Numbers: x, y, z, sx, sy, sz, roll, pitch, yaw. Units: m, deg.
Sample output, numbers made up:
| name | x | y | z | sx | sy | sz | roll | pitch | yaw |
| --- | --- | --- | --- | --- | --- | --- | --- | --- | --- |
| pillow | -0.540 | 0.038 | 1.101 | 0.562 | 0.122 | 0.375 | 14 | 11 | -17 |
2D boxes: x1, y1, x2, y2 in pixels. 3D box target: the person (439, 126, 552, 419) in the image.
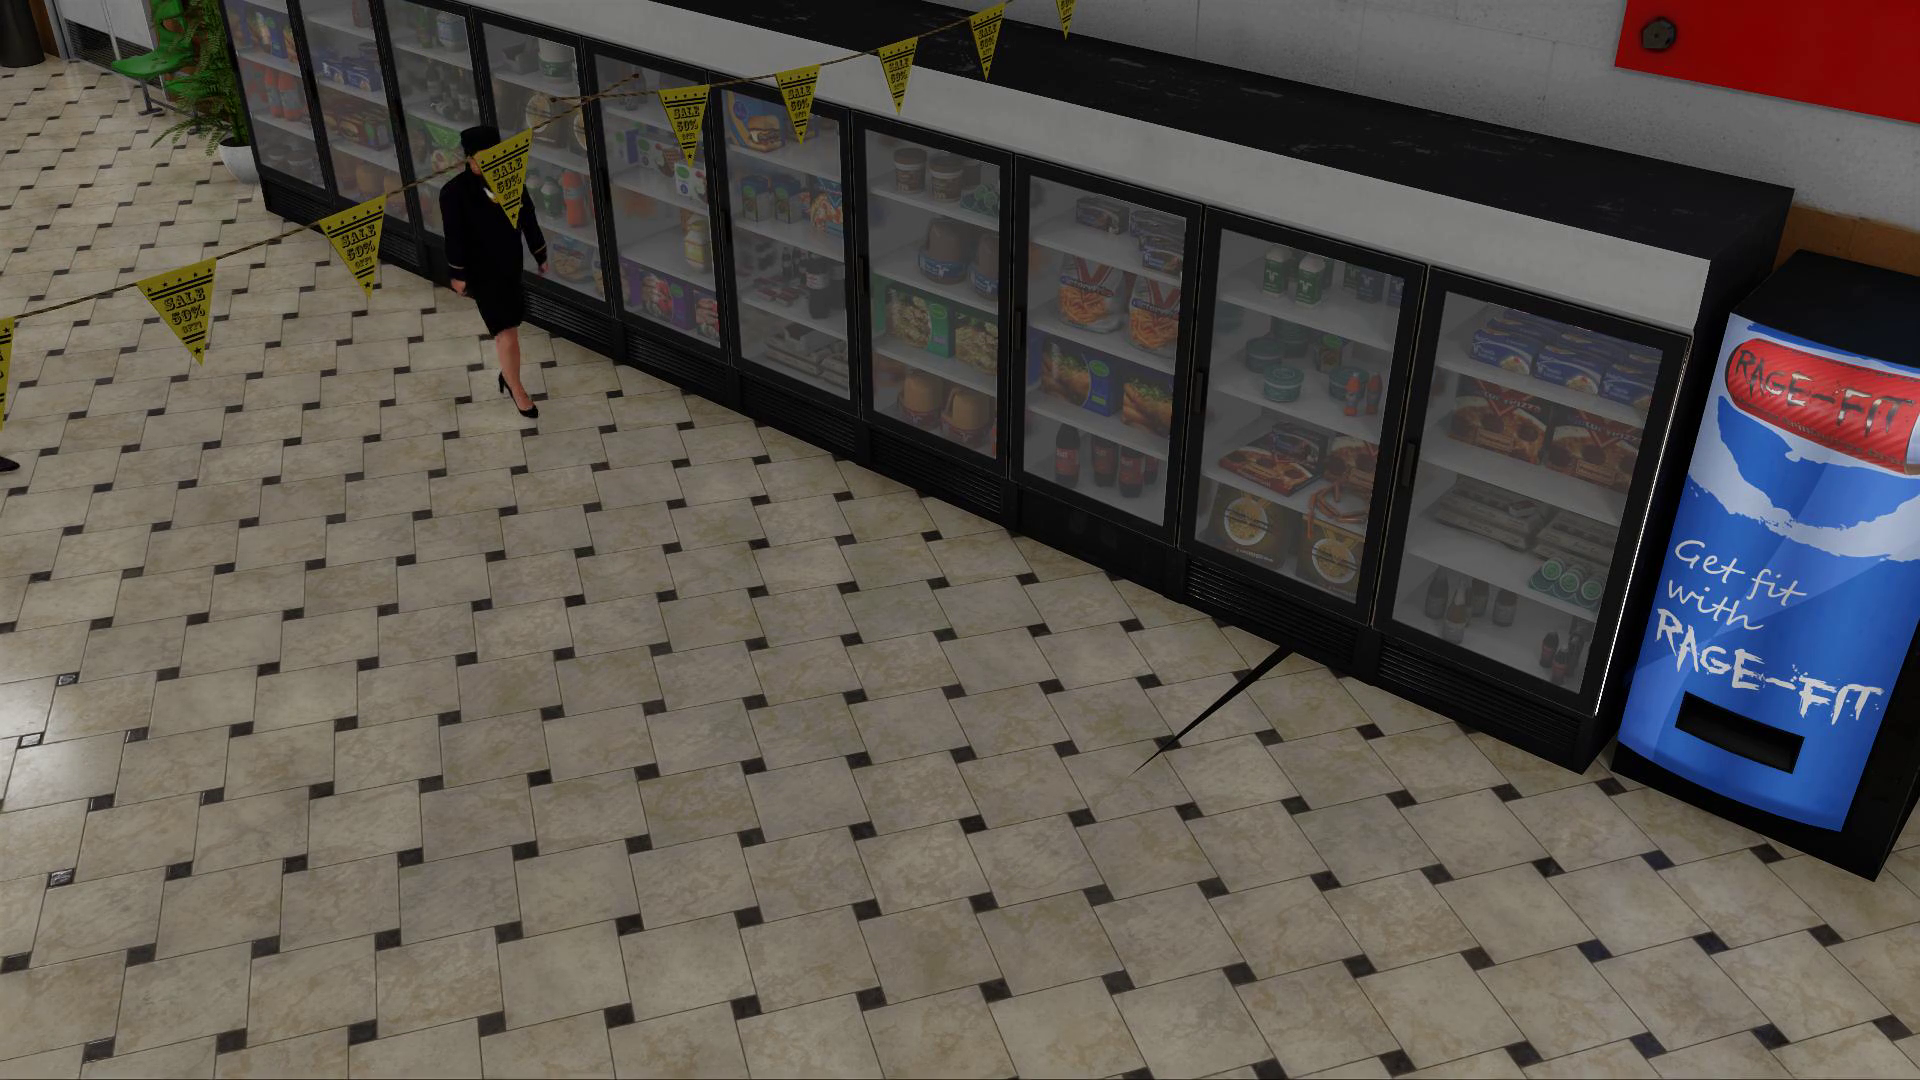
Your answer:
| name | x | y | z | sx | sy | sz | roll | pitch | yaw |
| --- | --- | --- | --- | --- | --- | --- | --- | --- | --- |
| person | -2.665 | -1.536 | 9.412 | 0.788 | 1.662 | 0.688 | 26 | 40 | 35 |
